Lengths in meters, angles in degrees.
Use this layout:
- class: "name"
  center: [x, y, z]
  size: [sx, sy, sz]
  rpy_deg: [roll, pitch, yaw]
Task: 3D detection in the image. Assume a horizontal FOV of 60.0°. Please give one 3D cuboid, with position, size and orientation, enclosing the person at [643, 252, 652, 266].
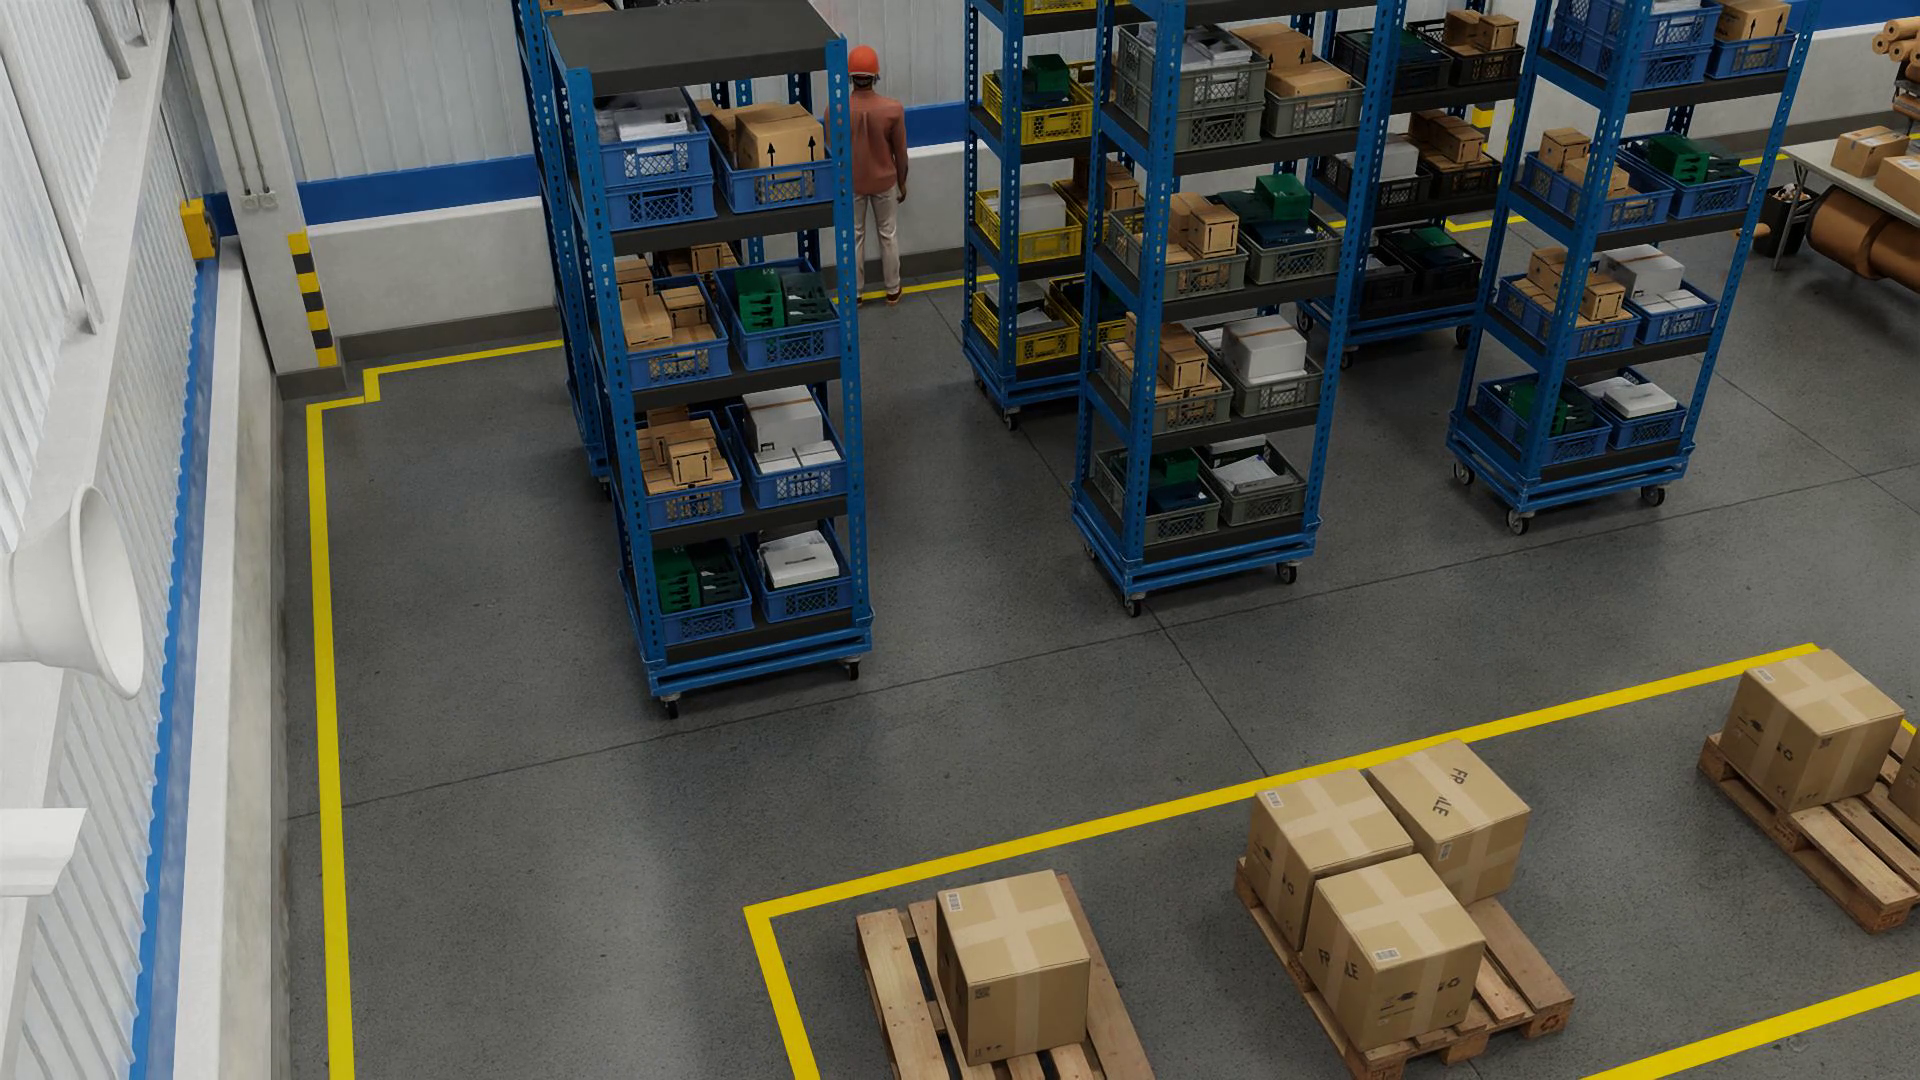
- class: "person"
  center: [-2.281, -1.654, 11.240]
  size: [0.884, 1.591, 0.554]
  rpy_deg: [7, 36, 9]

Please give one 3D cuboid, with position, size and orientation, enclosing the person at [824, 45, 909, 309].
- class: "person"
  center: [-0.686, -2.667, 12.328]
  size: [0.610, 1.996, 0.379]
  rpy_deg: [-4, 35, -5]
